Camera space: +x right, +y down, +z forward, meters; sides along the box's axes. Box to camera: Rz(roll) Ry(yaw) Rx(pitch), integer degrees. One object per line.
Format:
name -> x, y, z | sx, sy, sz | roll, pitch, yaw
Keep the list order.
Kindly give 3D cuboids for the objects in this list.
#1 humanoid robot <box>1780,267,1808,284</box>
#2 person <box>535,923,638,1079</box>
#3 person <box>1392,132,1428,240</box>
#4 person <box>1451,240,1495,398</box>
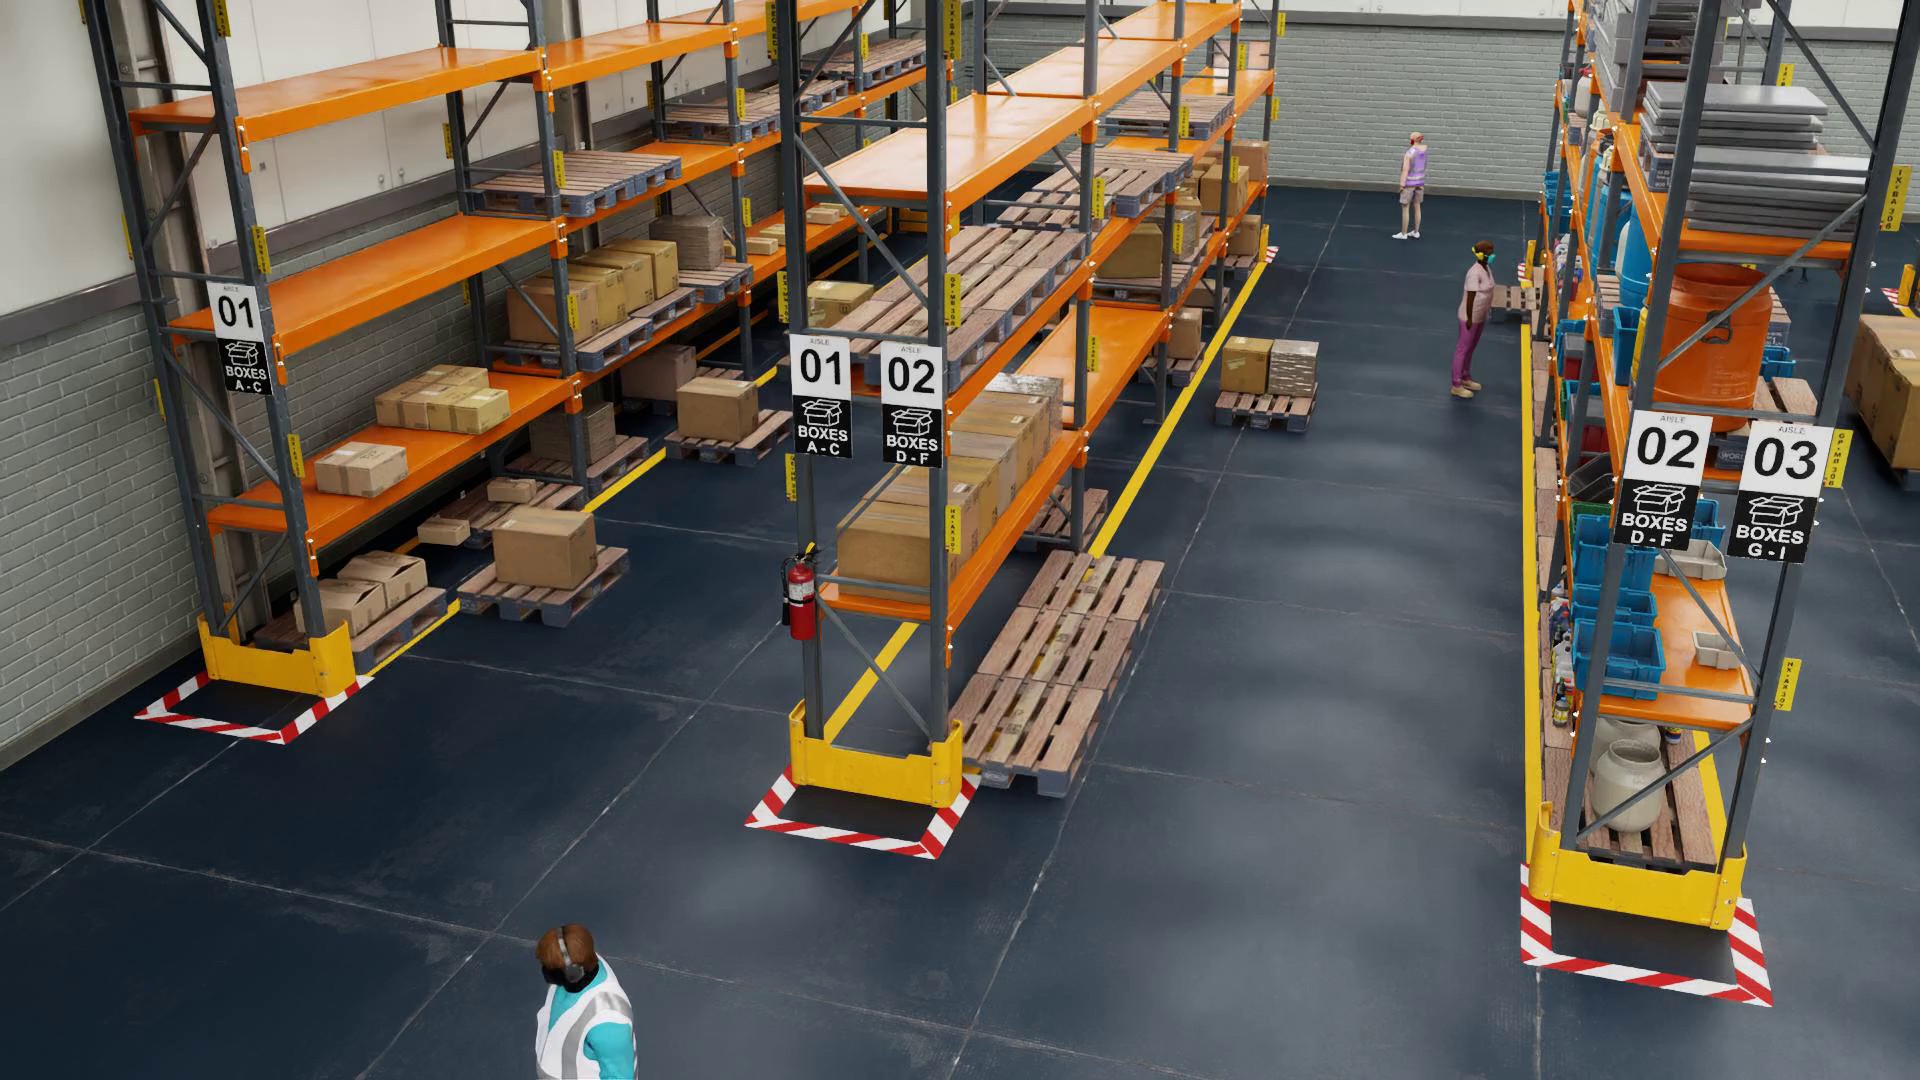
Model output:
humanoid robot -> 12.194, -4.567, 24.002 | 0.414, 1.638, 0.609 | -16, 28, -32
person -> -1.653, 2.487, 7.430 | 0.429, 1.834, 0.633 | -13, 26, -27
person -> 7.185, -5.622, 26.419 | 0.489, 1.688, 0.346 | -13, 27, -28
person -> 5.940, -2.568, 19.192 | 0.336, 1.800, 0.518 | 15, 28, 31
